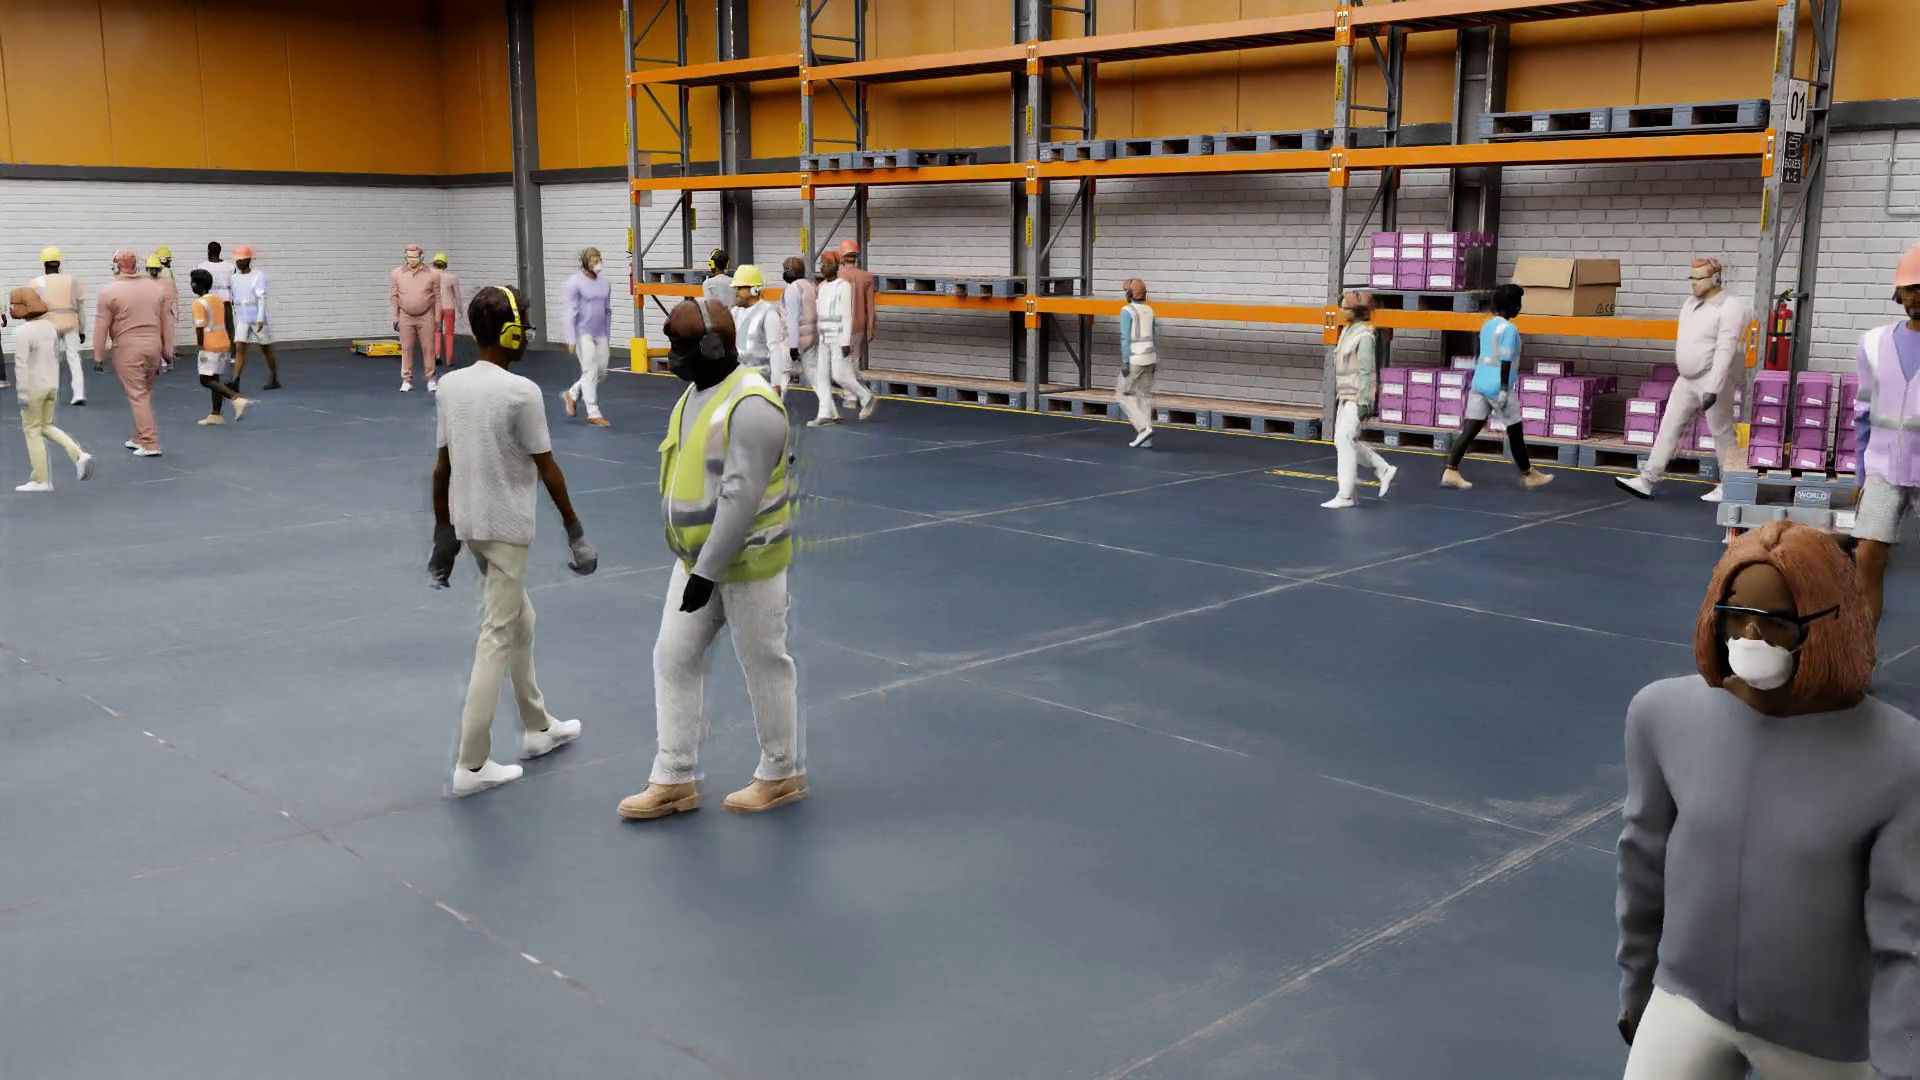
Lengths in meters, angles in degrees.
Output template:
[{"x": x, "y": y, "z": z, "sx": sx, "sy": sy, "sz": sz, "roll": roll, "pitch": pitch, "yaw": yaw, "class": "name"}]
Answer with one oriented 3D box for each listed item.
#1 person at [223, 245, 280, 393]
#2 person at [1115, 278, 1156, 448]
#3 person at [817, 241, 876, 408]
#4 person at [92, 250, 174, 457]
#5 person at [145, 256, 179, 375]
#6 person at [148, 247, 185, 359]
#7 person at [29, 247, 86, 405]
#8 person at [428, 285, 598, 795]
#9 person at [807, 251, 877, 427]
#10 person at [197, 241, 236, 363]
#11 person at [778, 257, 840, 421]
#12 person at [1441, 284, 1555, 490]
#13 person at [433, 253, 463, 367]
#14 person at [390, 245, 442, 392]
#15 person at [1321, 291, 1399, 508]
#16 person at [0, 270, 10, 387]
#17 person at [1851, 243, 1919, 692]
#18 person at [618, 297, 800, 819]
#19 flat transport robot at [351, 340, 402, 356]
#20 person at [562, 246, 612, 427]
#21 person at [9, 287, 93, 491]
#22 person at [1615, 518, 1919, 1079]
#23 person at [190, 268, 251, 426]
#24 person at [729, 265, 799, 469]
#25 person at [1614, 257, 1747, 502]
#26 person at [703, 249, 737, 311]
[{"x": -9.219, "y": -2.858, "z": 21.540, "sx": 0.564, "sy": 1.881, "sz": 1.002, "roll": 2, "pitch": 11, "yaw": 11, "class": "person"}, {"x": 1.696, "y": -1.671, "z": 15.798, "sx": 0.400, "sy": 1.614, "sz": 0.536, "roll": 9, "pitch": 14, "yaw": 41, "class": "person"}, {"x": -1.371, "y": -2.555, "z": 19.725, "sx": 0.617, "sy": 1.952, "sz": 0.880, "roll": -5, "pitch": 12, "yaw": -27, "class": "person"}, {"x": -7.681, "y": -1.714, "z": 15.312, "sx": 0.813, "sy": 1.876, "sz": 0.680, "roll": 6, "pitch": 12, "yaw": 29, "class": "person"}, {"x": -11.687, "y": -3.262, "z": 24.234, "sx": 0.556, "sy": 1.711, "sz": 0.949, "roll": -5, "pitch": 12, "yaw": -26, "class": "person"}, {"x": -13.072, "y": -3.896, "z": 27.367, "sx": 0.599, "sy": 1.827, "sz": 0.403, "roll": 8, "pitch": 13, "yaw": 36, "class": "person"}, {"x": -10.777, "y": -2.550, "z": 19.908, "sx": 0.603, "sy": 1.876, "sz": 1.020, "roll": -10, "pitch": 14, "yaw": -42, "class": "person"}, {"x": -1.612, "y": -0.015, "z": 6.187, "sx": 0.524, "sy": 1.830, "sz": 0.842, "roll": 7, "pitch": 13, "yaw": 35, "class": "person"}, {"x": -1.284, "y": -2.135, "z": 17.690, "sx": 0.690, "sy": 1.867, "sz": 0.585, "roll": -7, "pitch": 13, "yaw": -35, "class": "person"}, {"x": -11.745, "y": -3.760, "z": 26.375, "sx": 0.596, "sy": 1.920, "sz": 0.380, "roll": -9, "pitch": 14, "yaw": -40, "class": "person"}, {"x": -1.727, "y": -2.133, "z": 17.861, "sx": 0.971, "sy": 1.796, "sz": 0.644, "roll": 4, "pitch": 11, "yaw": 19, "class": "person"}, {"x": 4.270, "y": -1.207, "z": 13.203, "sx": 0.913, "sy": 1.636, "sz": 0.537, "roll": -1, "pitch": 10, "yaw": -8, "class": "person"}, {"x": -7.996, "y": -3.559, "z": 25.759, "sx": 0.535, "sy": 1.752, "sz": 0.475, "roll": -1, "pitch": 10, "yaw": -5, "class": "person"}, {"x": -7.051, "y": -2.870, "z": 21.585, "sx": 0.636, "sy": 1.902, "sz": 0.404, "roll": -2, "pitch": 11, "yaw": -12, "class": "person"}, {"x": 2.992, "y": -1.039, "z": 12.349, "sx": 0.547, "sy": 1.618, "sz": 0.528, "roll": 0, "pitch": 10, "yaw": -2, "class": "person"}, {"x": -13.001, "y": -3.013, "z": 22.094, "sx": 0.613, "sy": 1.996, "sz": 0.379, "roll": -5, "pitch": 12, "yaw": -26, "class": "person"}, {"x": 4.306, "y": -0.320, "z": 7.410, "sx": 0.983, "sy": 2.011, "sz": 0.622, "roll": -8, "pitch": 13, "yaw": -36, "class": "person"}, {"x": -0.883, "y": 0.089, "z": 5.683, "sx": 0.775, "sy": 1.805, "sz": 0.618, "roll": -8, "pitch": 13, "yaw": -36, "class": "person"}, {"x": -9.823, "y": -3.263, "z": 28.163, "sx": 0.652, "sy": 0.197, "sz": 1.431, "roll": -6, "pitch": 12, "yaw": -31, "class": "flat transport robot"}, {"x": -4.007, "y": -2.160, "z": 17.686, "sx": 0.704, "sy": 1.915, "sz": 0.644, "roll": 7, "pitch": 12, "yaw": 32, "class": "person"}, {"x": -7.239, "y": -1.185, "z": 13.141, "sx": 0.492, "sy": 1.618, "sz": 0.520, "roll": 1, "pitch": 10, "yaw": 4, "class": "person"}, {"x": 1.177, "y": 0.777, "z": 2.510, "sx": 0.508, "sy": 1.602, "sz": 0.741, "roll": 10, "pitch": 14, "yaw": 43, "class": "person"}, {"x": -7.830, "y": -2.021, "z": 17.558, "sx": 0.567, "sy": 1.685, "sz": 0.542, "roll": 0, "pitch": 10, "yaw": 2, "class": "person"}, {"x": -1.704, "y": -1.379, "z": 13.764, "sx": 0.933, "sy": 1.789, "sz": 0.608, "roll": -9, "pitch": 13, "yaw": -39, "class": "person"}, {"x": 5.518, "y": -1.182, "z": 12.506, "sx": 1.012, "sy": 1.846, "sz": 0.656, "roll": -3, "pitch": 11, "yaw": -14, "class": "person"}, {"x": -2.671, "y": -2.302, "z": 18.566, "sx": 0.329, "sy": 1.872, "sz": 0.511, "roll": 10, "pitch": 14, "yaw": 43, "class": "person"}]
